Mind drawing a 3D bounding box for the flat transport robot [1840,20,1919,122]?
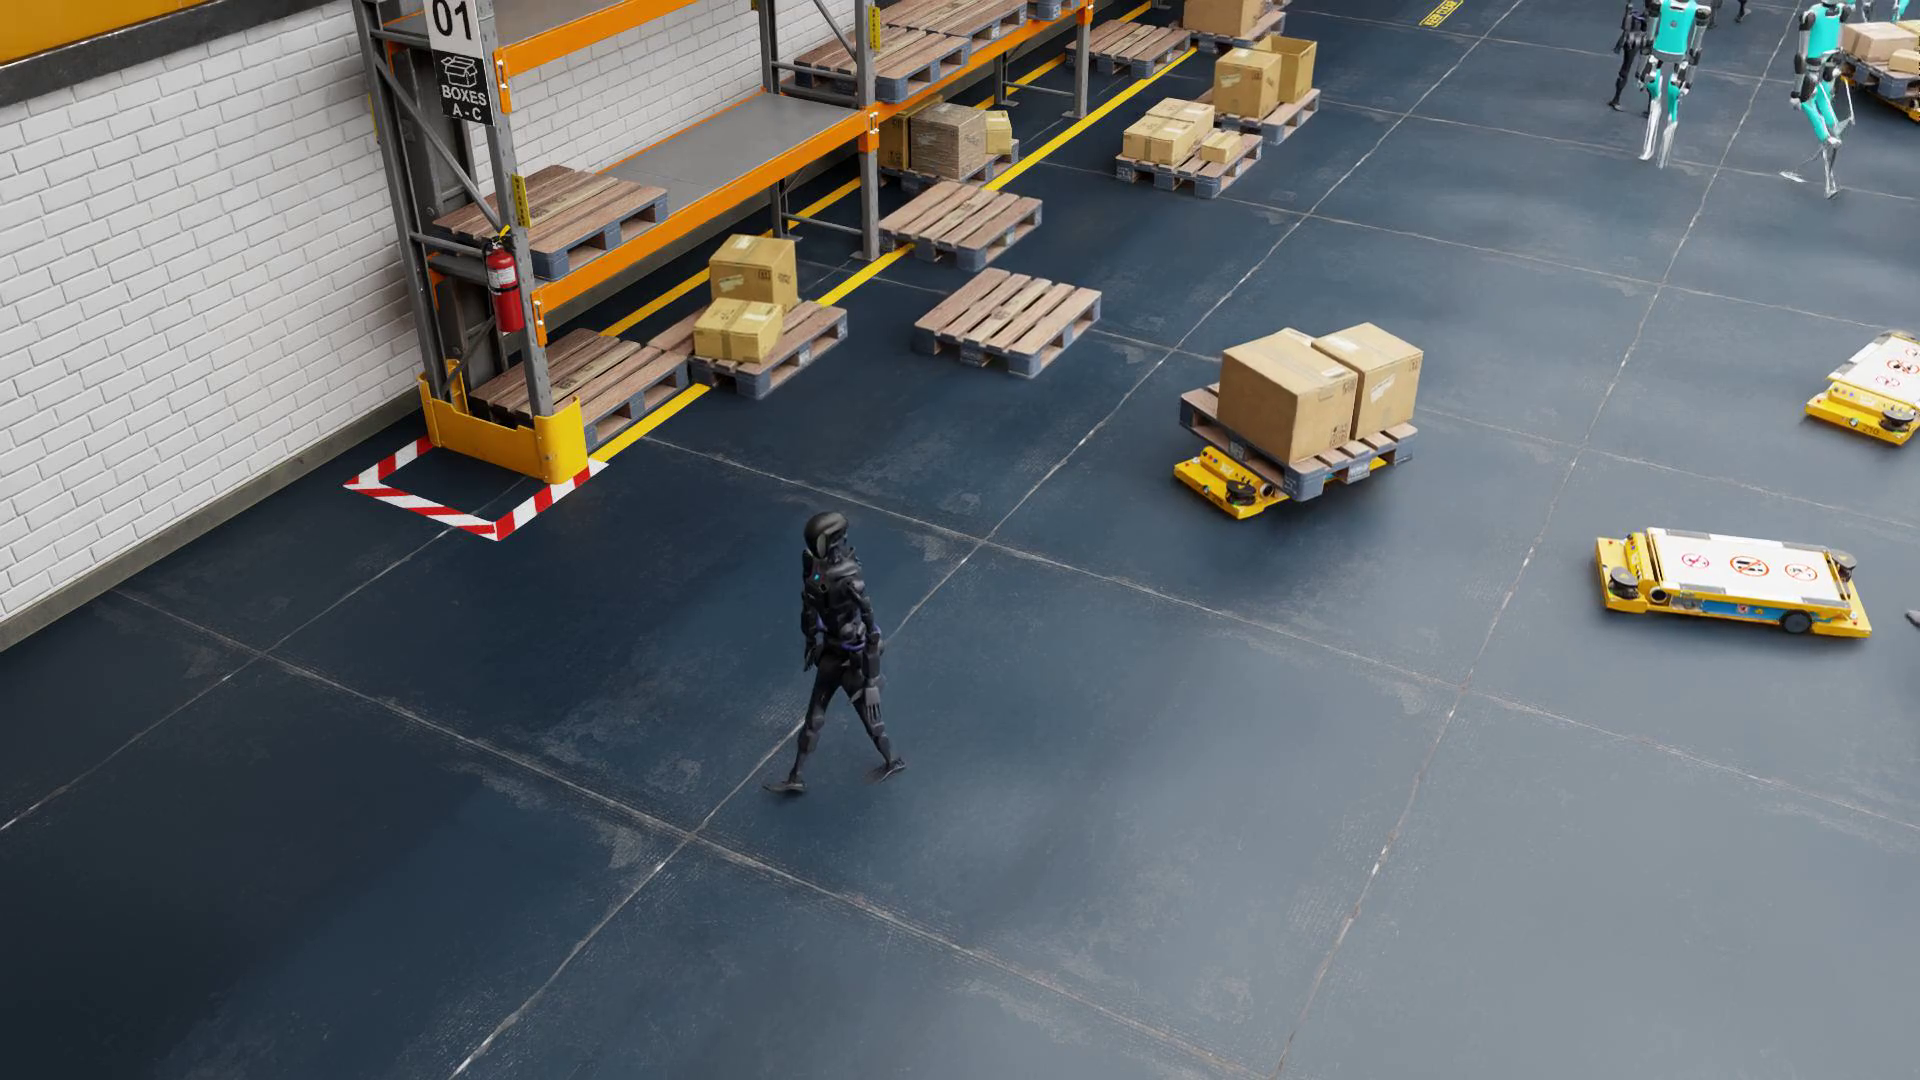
[{"bbox_3d":[9.789,-4.639,17.166,0.659,0.231,1.431,-5,34,-8],"label":"flat transport robot"}]

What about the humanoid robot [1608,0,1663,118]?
[{"bbox_3d":[6.829,-5.018,16.473,0.601,1.637,0.633,-5,34,-8],"label":"humanoid robot"}]

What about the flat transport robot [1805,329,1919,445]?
[{"bbox_3d":[6.646,-1.103,11.817,1.431,0.231,0.659,-28,43,-35],"label":"flat transport robot"}]

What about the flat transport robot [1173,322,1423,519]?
[{"bbox_3d":[2.176,-0.554,10.986,1.431,0.231,0.659,-20,38,-27],"label":"flat transport robot"}]

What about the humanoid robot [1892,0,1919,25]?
[{"bbox_3d":[10.198,-5.833,17.652,0.559,1.810,0.668,19,38,27],"label":"humanoid robot"}]

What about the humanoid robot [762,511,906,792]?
[{"bbox_3d":[-0.603,0.595,8.001,0.735,1.629,0.615,-25,41,-32],"label":"humanoid robot"}]

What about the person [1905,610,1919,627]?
[{"bbox_3d":[5.779,-0.133,8.950,0.598,1.813,0.754,-18,38,-25],"label":"person"}]

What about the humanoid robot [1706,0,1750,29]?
[{"bbox_3d":[8.977,-6.760,19.131,0.611,1.630,0.739,26,41,33],"label":"humanoid robot"}]

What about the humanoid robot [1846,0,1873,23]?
[{"bbox_3d":[10.084,-6.386,18.540,0.843,1.836,0.551,22,39,30],"label":"humanoid robot"}]

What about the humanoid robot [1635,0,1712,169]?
[{"bbox_3d":[6.549,-4.261,15.353,0.538,1.876,0.732,22,39,30],"label":"humanoid robot"}]

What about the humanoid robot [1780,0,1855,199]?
[{"bbox_3d":[7.803,-3.930,14.818,0.557,1.815,0.933,-14,36,-21],"label":"humanoid robot"}]

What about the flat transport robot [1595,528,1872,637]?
[{"bbox_3d":[4.531,0.240,9.785,1.431,0.231,0.659,7,34,10],"label":"flat transport robot"}]
